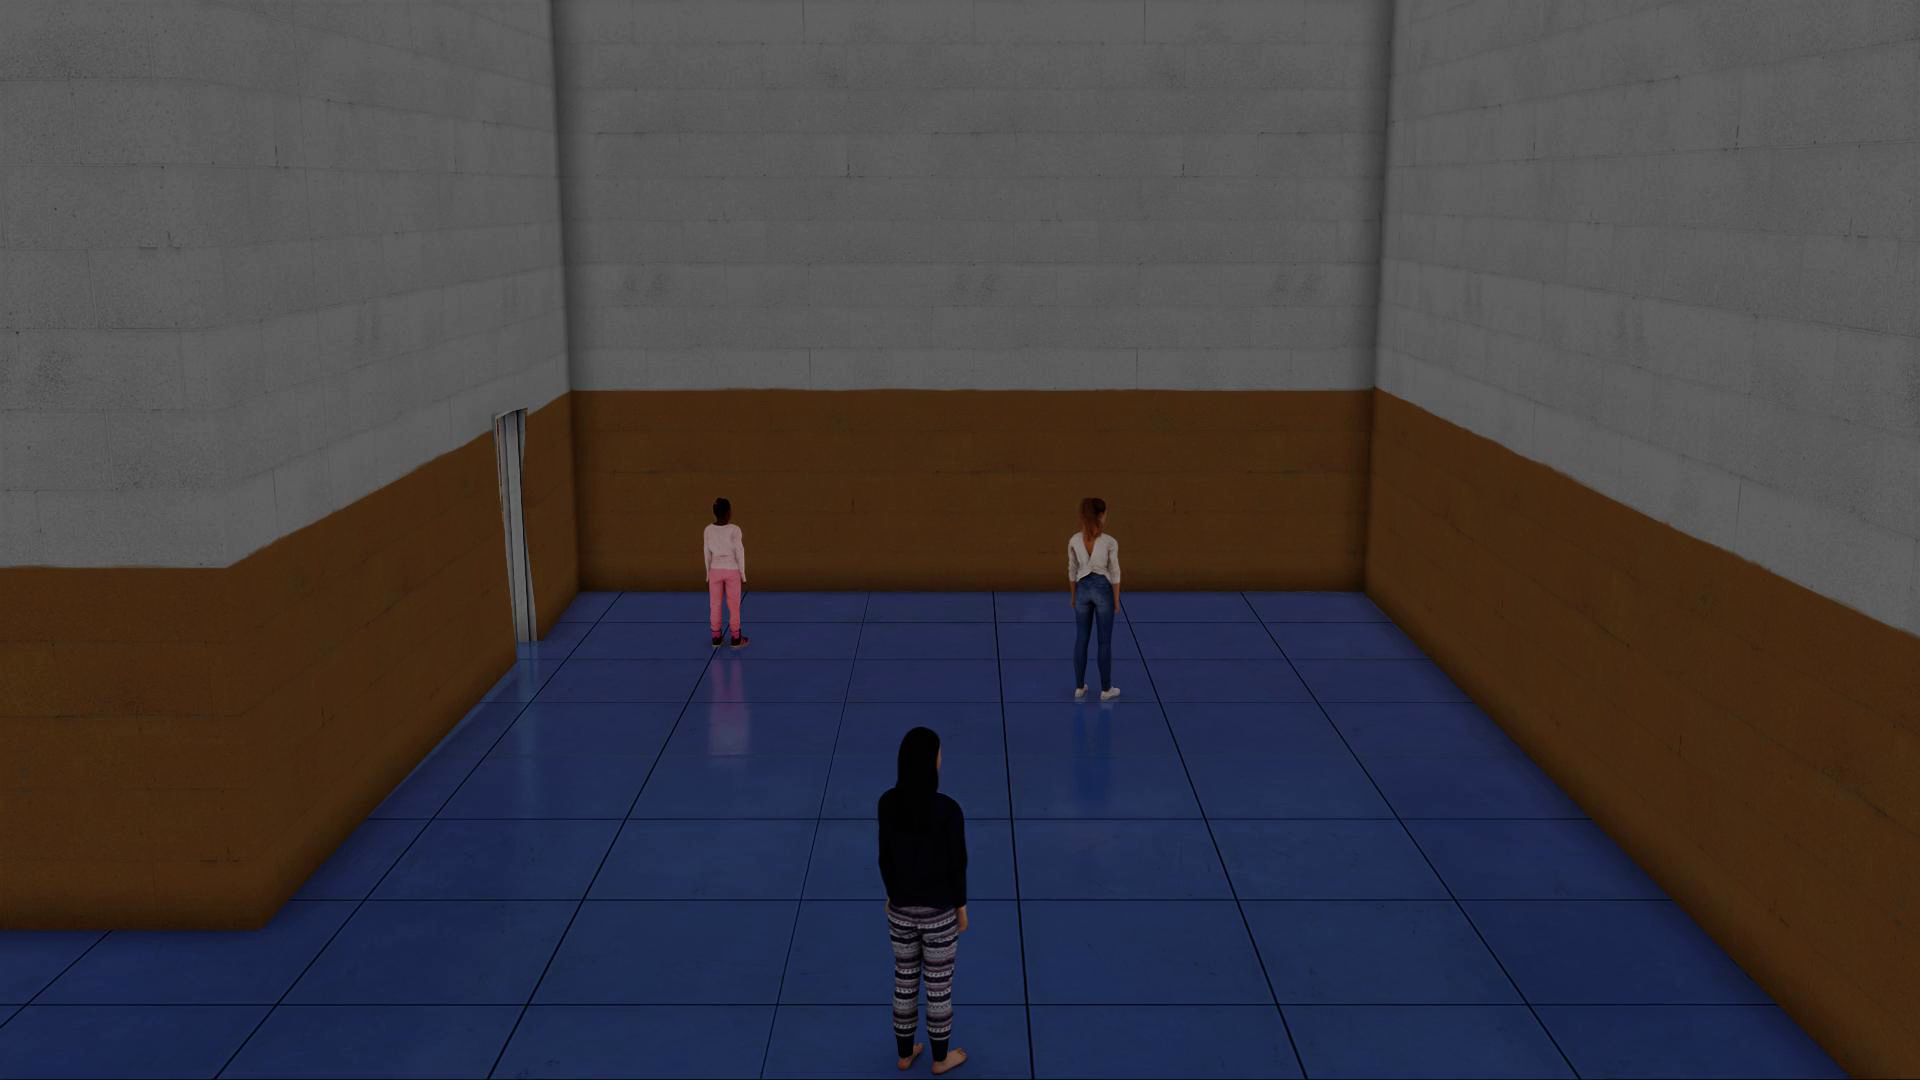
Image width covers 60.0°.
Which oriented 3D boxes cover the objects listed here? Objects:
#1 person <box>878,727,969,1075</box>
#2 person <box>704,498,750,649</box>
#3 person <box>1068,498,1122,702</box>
[{"bbox_3d":[-0.183,1.751,8.073,0.592,1.732,0.736,5,13,24],"label":"person"},{"bbox_3d":[-2.218,0.295,15.689,0.489,1.443,0.640,2,12,10],"label":"person"},{"bbox_3d":[1.134,0.490,14.069,0.604,1.729,0.741,6,13,25],"label":"person"}]
